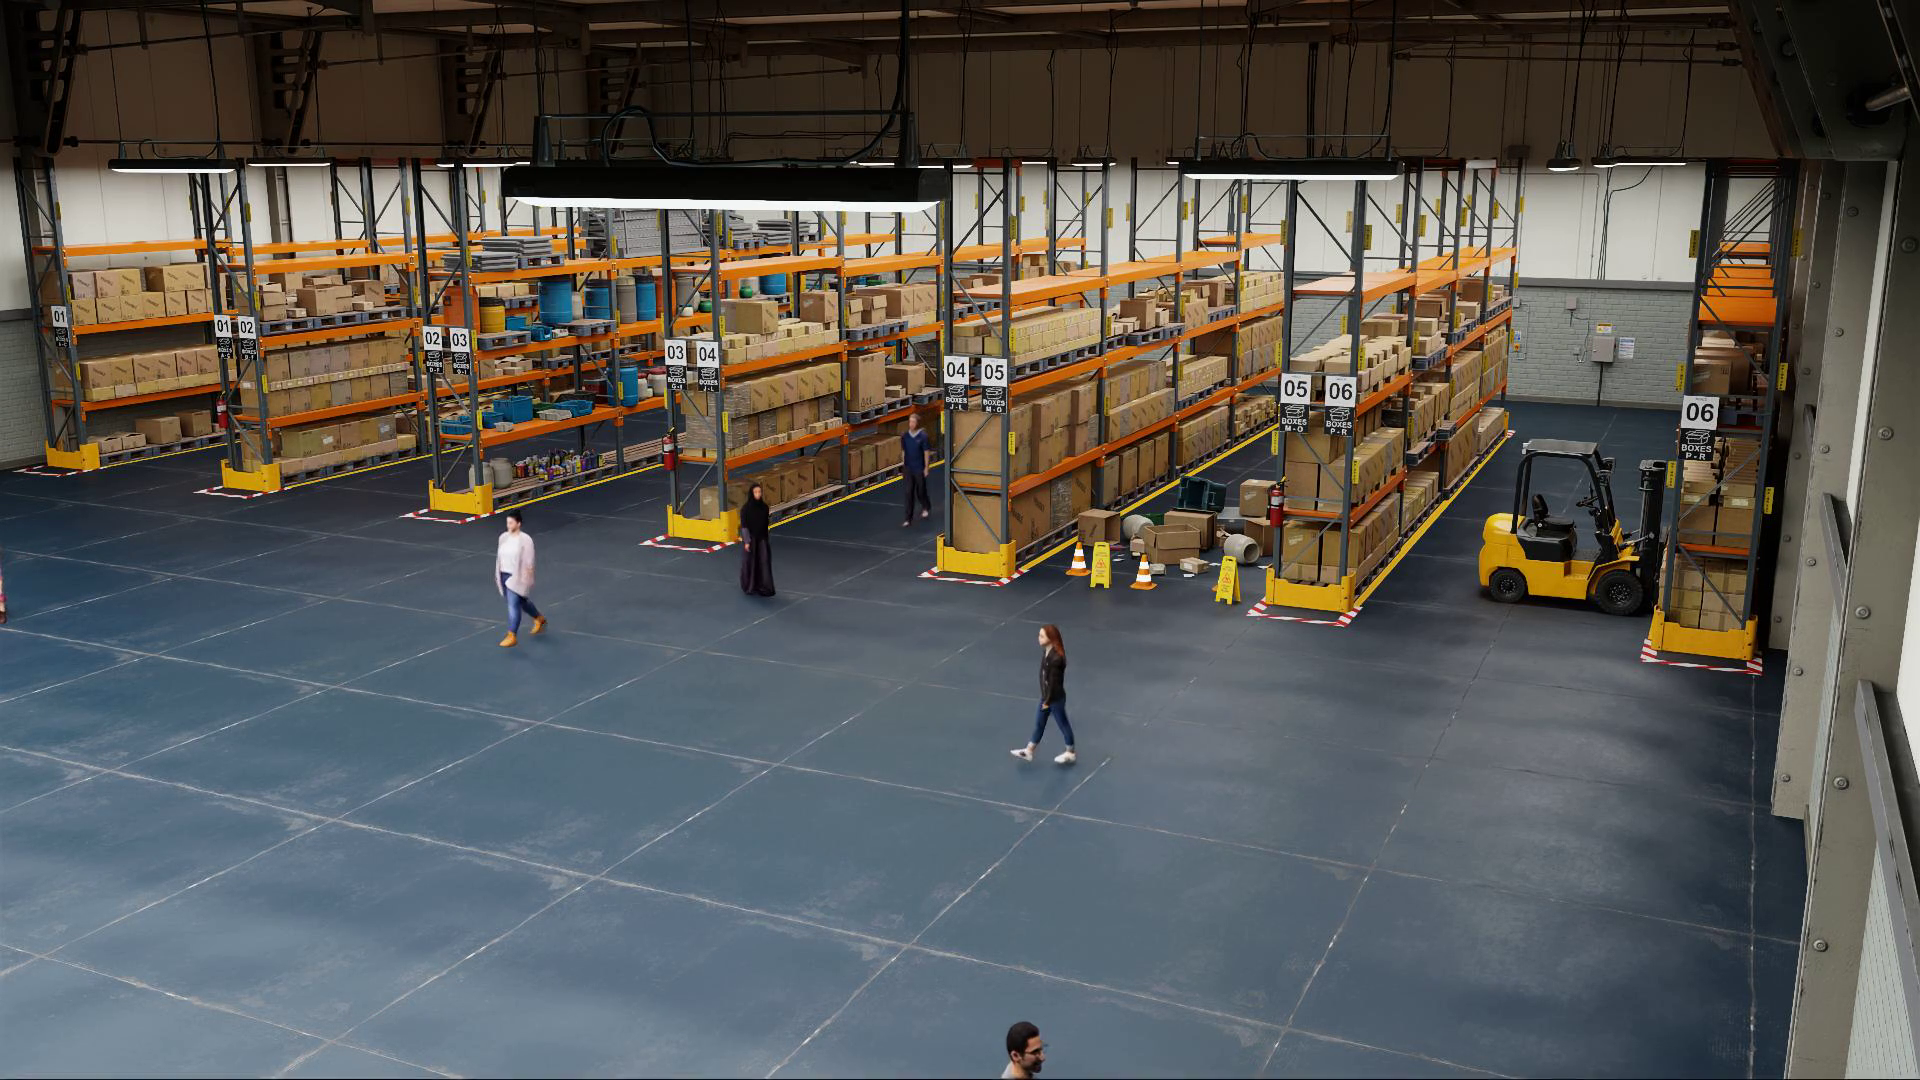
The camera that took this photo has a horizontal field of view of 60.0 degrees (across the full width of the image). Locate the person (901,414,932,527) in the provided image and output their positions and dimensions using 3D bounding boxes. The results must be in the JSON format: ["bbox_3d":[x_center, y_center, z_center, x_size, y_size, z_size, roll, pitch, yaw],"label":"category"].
[{"bbox_3d":[-0.725,-1.177,27.771,0.789,1.839,1.183,4,14,15],"label":"person"}]

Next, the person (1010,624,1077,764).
[{"bbox_3d":[1.018,1.569,16.778,0.950,1.449,0.903,-4,14,-19],"label":"person"}]

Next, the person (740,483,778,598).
[{"bbox_3d":[-2.890,-0.009,23.246,1.114,1.606,1.095,-6,15,-26],"label":"person"}]

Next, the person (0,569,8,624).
[{"bbox_3d":[-12.651,0.631,21.823,0.693,1.000,0.781,-3,13,-14],"label":"person"}]

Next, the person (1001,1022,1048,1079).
[{"bbox_3d":[0.298,3.306,8.601,0.760,1.753,0.620,1,13,3],"label":"person"}]

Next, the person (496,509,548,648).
[{"bbox_3d":[-5.539,0.453,21.016,0.807,1.711,1.169,9,16,34],"label":"person"}]
